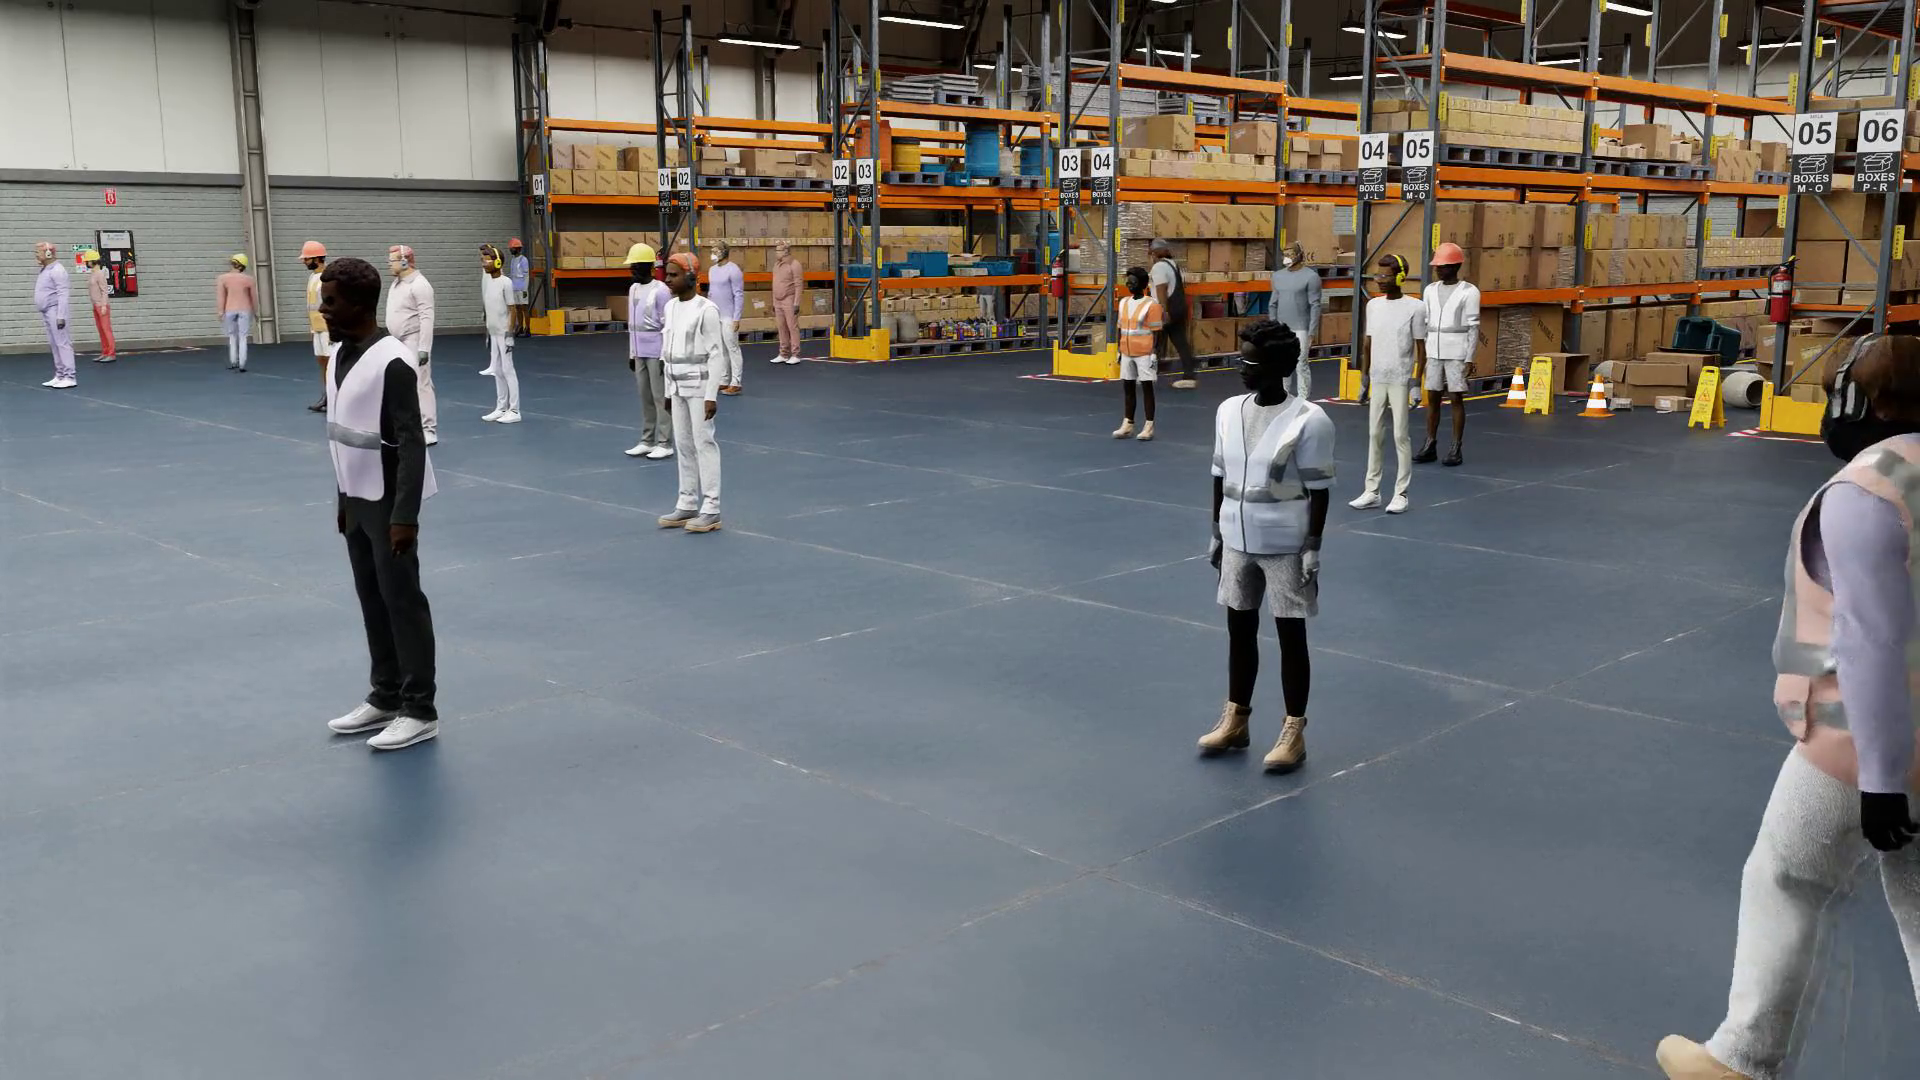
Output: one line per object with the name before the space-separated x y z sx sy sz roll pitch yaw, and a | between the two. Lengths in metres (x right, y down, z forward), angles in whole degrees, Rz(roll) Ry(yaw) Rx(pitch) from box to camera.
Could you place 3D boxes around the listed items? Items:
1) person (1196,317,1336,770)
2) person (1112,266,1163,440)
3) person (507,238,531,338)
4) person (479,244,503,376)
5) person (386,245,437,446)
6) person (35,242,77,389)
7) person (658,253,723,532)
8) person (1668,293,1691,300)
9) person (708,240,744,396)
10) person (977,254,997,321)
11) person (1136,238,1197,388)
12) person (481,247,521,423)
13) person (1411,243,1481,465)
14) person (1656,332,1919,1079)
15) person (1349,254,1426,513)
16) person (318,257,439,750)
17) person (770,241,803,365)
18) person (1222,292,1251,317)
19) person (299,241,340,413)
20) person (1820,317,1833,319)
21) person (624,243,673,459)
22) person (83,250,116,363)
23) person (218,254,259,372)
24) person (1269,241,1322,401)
person | 1.158 0.013 6.287 0.321 1.698 0.537 -10 14 -42
person | 1.753 -1.840 16.399 0.321 1.695 0.537 -10 14 -42
person | -8.712 -4.972 32.821 0.379 1.937 0.548 -10 14 -42
person | -6.705 -3.292 23.848 0.327 1.871 0.514 -10 14 -42
person | -5.267 -1.850 15.890 0.399 1.905 0.643 -10 14 -42
person | -11.978 -2.965 21.965 0.399 1.908 0.643 -10 14 -42
person | -1.836 -1.005 11.338 0.354 1.881 0.576 -10 14 -42
person | 13.147 -4.444 30.237 0.404 1.828 0.592 -10 14 -42
person | -2.965 -2.804 20.996 0.371 1.939 0.629 -10 14 -42
person | 0.519 -4.805 32.740 0.279 1.632 0.502 -10 14 -42
person | 2.708 -3.021 22.016 1.013 2.000 0.720 8 13 37
person | -4.960 -2.203 17.910 0.327 1.871 0.514 -10 14 -42
person | 4.268 -1.631 14.610 0.376 1.934 0.548 -10 14 -42
person | 1.989 0.452 3.658 0.628 1.791 0.841 -7 12 -33
person | 3.132 -1.136 12.106 0.327 1.865 0.514 -10 14 -42
person | -2.288 -0.147 6.569 0.391 1.916 0.590 -10 14 -42
person | -2.732 -3.706 26.013 0.399 1.905 0.643 -10 14 -42
person | 4.697 -4.198 28.312 0.397 2.043 0.610 -10 14 -42
person | -7.235 -2.409 18.854 0.376 1.934 0.548 -10 14 -42
person | 12.915 -3.446 24.469 0.645 1.946 0.535 -1 10 -7
person | -2.815 -1.699 15.001 0.388 1.926 0.590 -10 14 -42
person | -13.661 -3.704 26.382 0.329 1.765 0.527 -10 14 -42
person | -10.659 -3.358 24.592 0.540 1.724 0.647 -3 11 -15
person | 3.618 -2.266 18.062 0.371 1.939 0.629 -10 14 -42
